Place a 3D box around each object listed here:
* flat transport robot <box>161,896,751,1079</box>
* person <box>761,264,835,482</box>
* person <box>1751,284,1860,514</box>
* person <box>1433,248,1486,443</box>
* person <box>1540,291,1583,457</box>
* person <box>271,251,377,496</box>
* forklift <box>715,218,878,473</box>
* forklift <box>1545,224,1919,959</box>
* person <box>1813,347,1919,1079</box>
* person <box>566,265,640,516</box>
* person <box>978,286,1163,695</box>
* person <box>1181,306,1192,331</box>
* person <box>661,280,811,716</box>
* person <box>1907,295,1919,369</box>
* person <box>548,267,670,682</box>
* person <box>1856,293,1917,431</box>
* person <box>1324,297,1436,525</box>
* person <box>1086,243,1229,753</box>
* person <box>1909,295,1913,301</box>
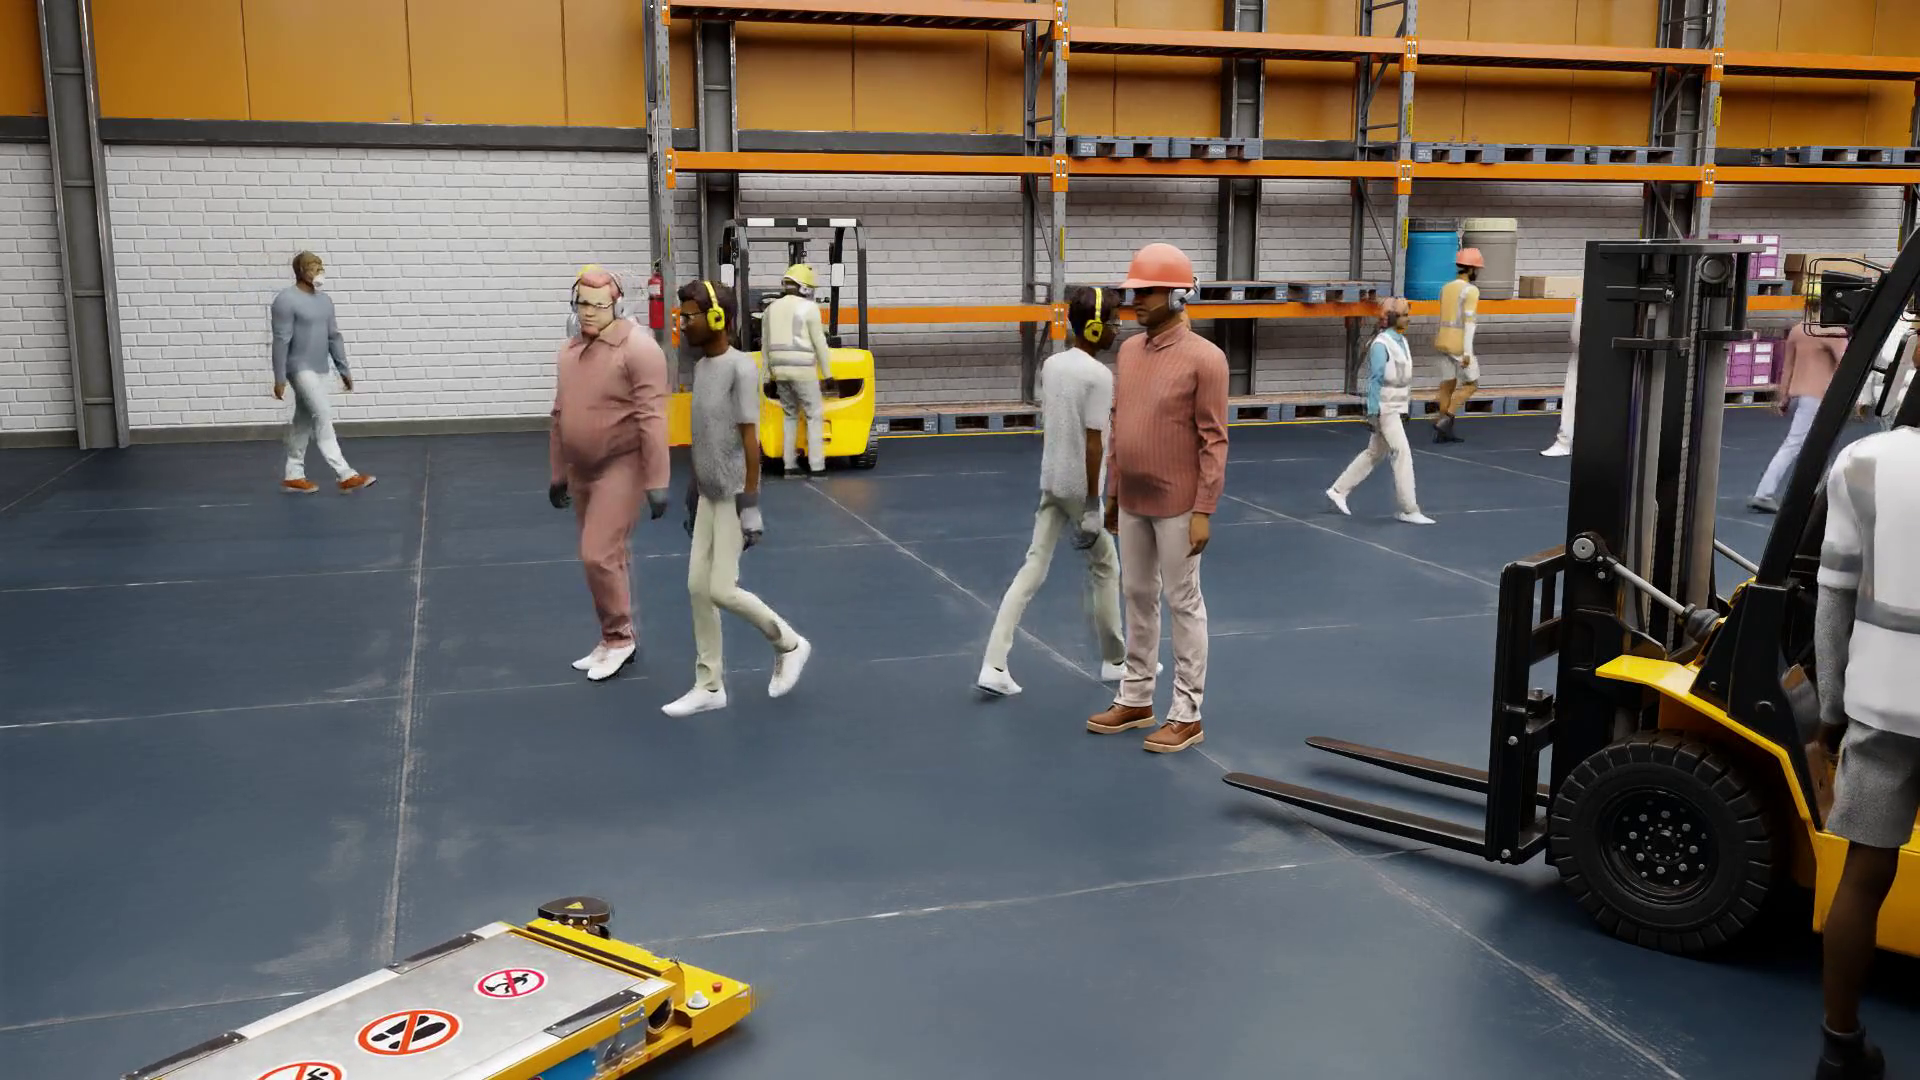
[{"bbox_3d":[-1.211,1.197,3.865,0.652,0.197,1.431,7,13,34],"label":"flat transport robot"},{"bbox_3d":[-1.354,-1.370,13.743,0.640,1.799,0.471,7,13,35],"label":"person"},{"bbox_3d":[6.249,-1.041,12.187,0.939,1.713,0.531,-1,10,-7],"label":"person"},{"bbox_3d":[4.872,-1.885,16.241,0.451,1.916,0.565,-4,11,-23],"label":"person"},{"bbox_3d":[5.888,-1.690,15.313,0.970,1.869,0.649,-3,11,-17],"label":"person"},{"bbox_3d":[-4.964,-1.288,13.011,0.958,1.897,0.661,2,11,12],"label":"person"},{"bbox_3d":[-1.522,-1.778,14.899,1.214,2.155,2.313,-3,11,-17],"label":"forklift"},{"bbox_3d":[2.909,0.117,4.508,2.313,2.155,1.214,9,14,40],"label":"forklift"},{"bbox_3d":[2.225,0.383,3.758,0.369,1.935,0.550,-8,13,-39],"label":"person"},{"bbox_3d":[-2.585,-1.060,11.984,0.589,1.825,0.403,3,11,16],"label":"person"},{"bbox_3d":[0.467,-0.204,7.339,0.968,1.820,0.577,-7,12,-34],"label":"person"},{"bbox_3d":[1.345,-0.712,10.590,0.499,1.634,0.279,-5,12,-26],"label":"person"},{"bbox_3d":[-0.984,-0.174,7.059,0.604,1.842,0.548,-7,13,-35],"label":"person"},{"bbox_3d":[3.357,0.080,5.681,0.391,1.841,0.564,2,10,10],"label":"person"},{"bbox_3d":[-1.650,-0.286,7.572,0.700,1.880,0.559,9,13,40],"label":"person"},{"bbox_3d":[6.445,-0.944,11.235,0.717,1.859,0.582,-4,11,-22],"label":"person"},{"bbox_3d":[3.011,-0.932,11.881,0.811,1.608,0.523,6,12,30],"label":"person"},{"bbox_3d":[0.783,-0.163,6.589,0.379,1.996,0.609,-7,13,-35],"label":"person"},{"bbox_3d":[8.628,-1.649,14.675,0.616,2.019,0.812,4,11,19],"label":"person"}]
